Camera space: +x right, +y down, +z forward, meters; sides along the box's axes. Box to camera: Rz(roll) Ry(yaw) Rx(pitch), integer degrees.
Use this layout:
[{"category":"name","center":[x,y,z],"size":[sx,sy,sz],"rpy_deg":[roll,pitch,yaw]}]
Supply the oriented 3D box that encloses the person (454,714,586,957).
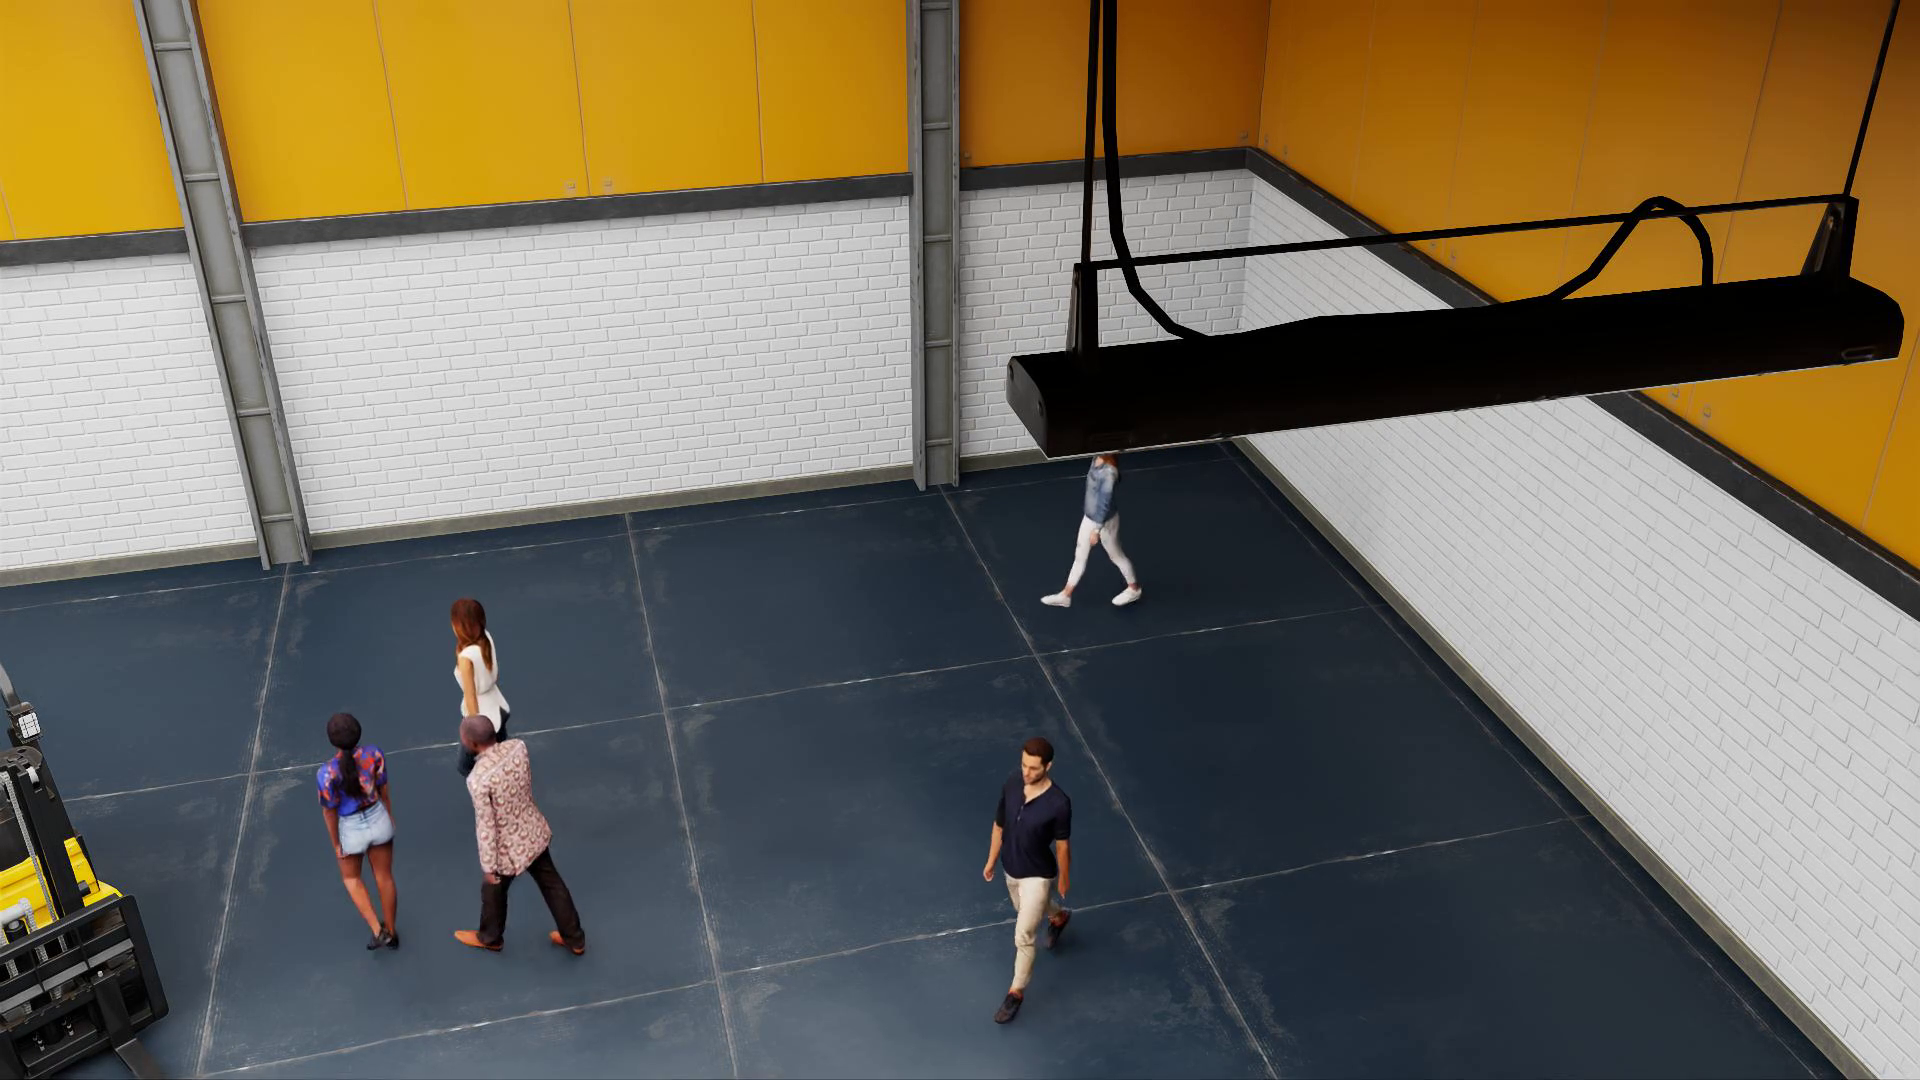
[{"category":"person","center":[-2.611,1.847,10.006],"size":[1.253,1.764,1.165],"rpy_deg":[13,31,22]}]

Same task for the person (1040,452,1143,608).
[{"category":"person","center":[1.263,-0.151,13.784],"size":[1.088,1.654,0.628],"rpy_deg":[-7,29,-13]}]

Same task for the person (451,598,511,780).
[{"category":"person","center":[-3.101,1.200,11.181],"size":[0.729,1.775,0.725],"rpy_deg":[4,29,7]}]

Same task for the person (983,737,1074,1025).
[{"category":"person","center":[0.457,1.902,9.843],"size":[1.064,1.824,1.241],"rpy_deg":[23,36,35]}]

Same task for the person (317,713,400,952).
[{"category":"person","center":[-3.582,1.820,10.090],"size":[0.697,1.732,0.763],"rpy_deg":[-20,34,-32]}]
